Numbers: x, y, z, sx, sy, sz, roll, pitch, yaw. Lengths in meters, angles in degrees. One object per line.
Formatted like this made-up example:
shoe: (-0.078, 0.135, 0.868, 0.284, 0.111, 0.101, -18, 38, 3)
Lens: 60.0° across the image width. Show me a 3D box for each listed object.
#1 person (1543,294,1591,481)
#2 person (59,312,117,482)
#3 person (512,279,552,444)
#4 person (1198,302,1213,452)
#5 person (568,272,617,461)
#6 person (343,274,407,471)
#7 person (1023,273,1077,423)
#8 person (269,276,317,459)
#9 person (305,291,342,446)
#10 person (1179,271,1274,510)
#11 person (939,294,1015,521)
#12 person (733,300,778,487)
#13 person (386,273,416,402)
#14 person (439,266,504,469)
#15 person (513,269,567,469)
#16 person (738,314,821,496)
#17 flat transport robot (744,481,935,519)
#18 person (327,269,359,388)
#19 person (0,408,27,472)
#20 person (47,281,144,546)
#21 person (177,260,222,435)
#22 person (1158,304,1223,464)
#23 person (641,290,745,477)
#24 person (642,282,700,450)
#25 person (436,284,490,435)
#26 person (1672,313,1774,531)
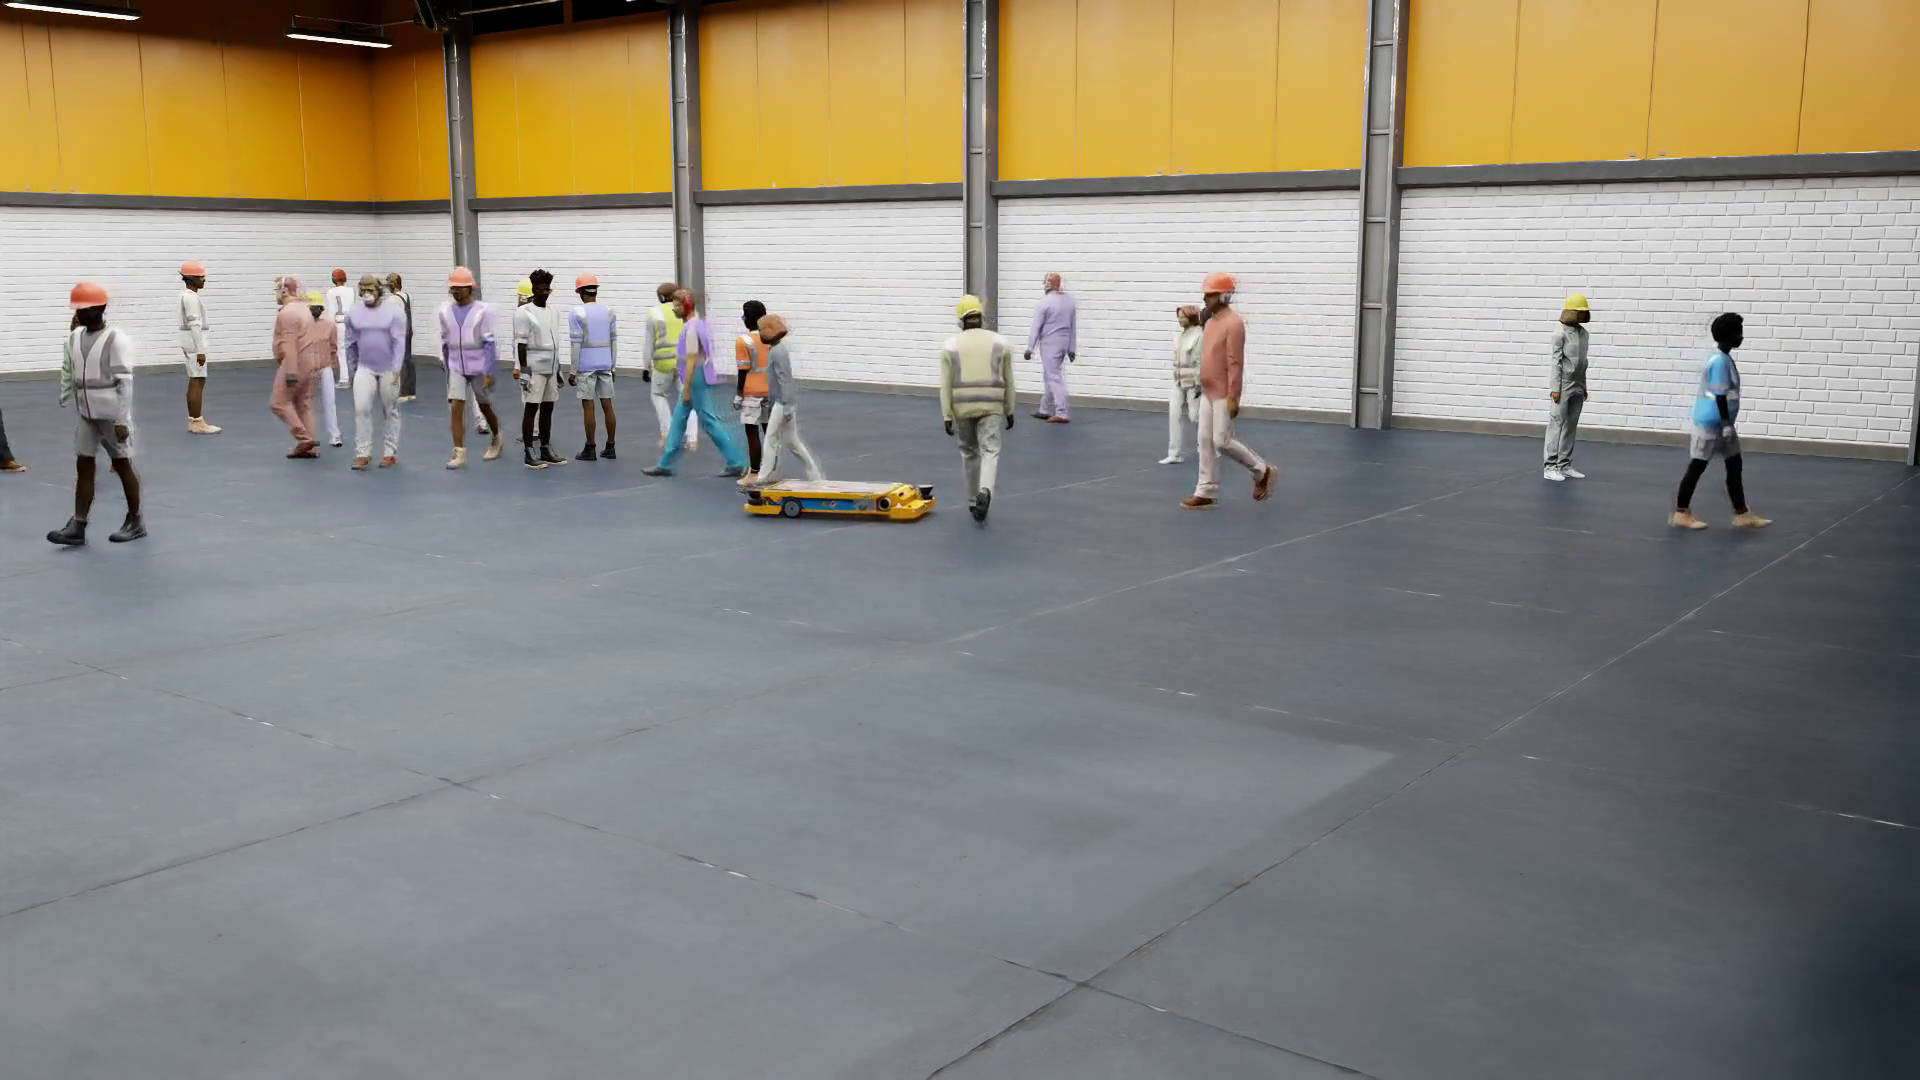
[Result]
person: (5.728, -1.430, 15.592, 0.493, 1.743, 0.314, -7, 12, -35)
person: (-8.187, -1.384, 15.734, 0.498, 1.602, 0.768, 2, 10, 13)
person: (-4.795, -1.992, 18.596, 0.403, 1.837, 0.586, 4, 11, 22)
person: (2.704, -1.891, 17.786, 0.410, 1.915, 0.610, 3, 10, 19)
person: (-3.777, -1.774, 17.064, 0.543, 1.928, 0.372, -9, 13, -43)
person: (-5.718, -1.620, 16.213, 0.630, 1.903, 0.850, -1, 10, -5)
person: (1.079, -2.416, 20.981, 0.867, 1.871, 0.646, 8, 13, 40)
person: (-6.863, -1.761, 17.088, 0.434, 1.887, 0.682, -1, 10, -5)
person: (-7.148, -1.902, 18.433, 0.529, 1.717, 0.930, -6, 12, -33)
person: (2.204, -1.225, 13.722, 0.720, 1.979, 0.628, -3, 10, -17)
person: (0.135, -1.034, 13.133, 0.600, 1.802, 0.790, 0, 10, 1)
person: (-1.854, -1.327, 15.131, 0.319, 1.697, 0.532, 6, 12, 33)
person: (-8.014, -2.885, 23.788, 0.344, 1.839, 0.504, 2, 10, 13)
person: (-4.885, -1.739, 16.690, 0.608, 2.005, 1.005, 1, 10, 7)
person: (-4.159, -1.698, 16.515, 0.369, 1.963, 0.609, 5, 11, 25)
person: (-1.558, -1.169, 14.557, 0.777, 1.594, 0.548, -2, 10, -9)
flat transport robot: (-0.971, -0.340, 13.530, 1.431, 0.197, 0.652, 2, 10, 12)
person: (-9.742, -3.337, 26.291, 0.342, 1.881, 0.579, 6, 11, 30)
person: (-9.653, -1.610, 16.071, 1.015, 1.953, 0.617, 2, 10, 11)
person: (-6.255, -0.902, 12.033, 0.567, 1.926, 0.646, 3, 10, 18)
person: (-8.958, -2.261, 19.560, 0.378, 2.041, 0.616, -6, 11, -32)
person: (2.353, -1.567, 16.752, 0.661, 1.617, 0.518, -6, 11, -31)
person: (-2.498, -1.465, 15.694, 0.977, 1.788, 0.589, -1, 10, -8)
person: (-3.107, -1.870, 17.976, 0.744, 1.801, 0.659, -6, 12, -32)
person: (-5.874, -2.196, 19.756, 0.653, 1.857, 1.014, -5, 11, -26)
person: (5.827, -0.873, 12.559, 0.795, 1.657, 0.546, 6, 11, 30)
